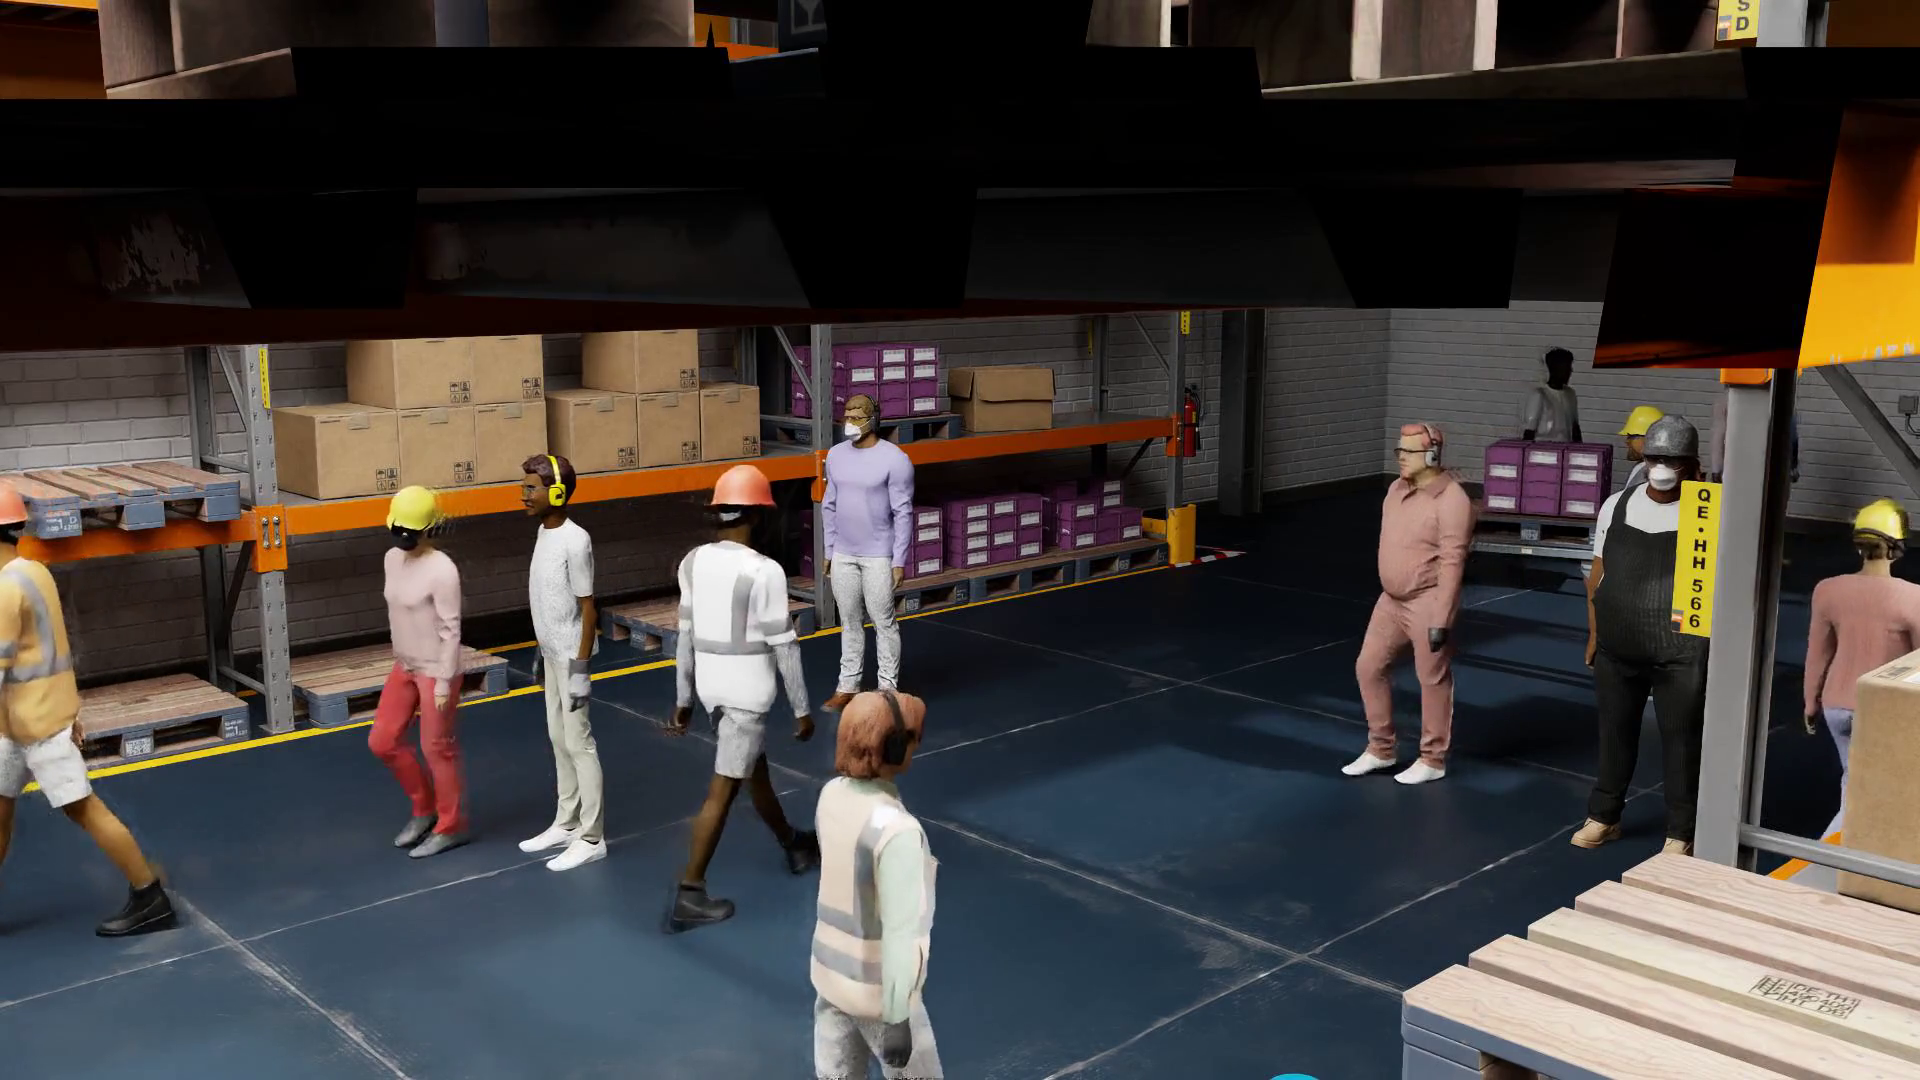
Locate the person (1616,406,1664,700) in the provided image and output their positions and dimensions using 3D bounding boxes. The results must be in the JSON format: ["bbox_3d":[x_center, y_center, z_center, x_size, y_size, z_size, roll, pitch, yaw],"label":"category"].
[{"bbox_3d":[4.238,0.080,10.321,0.404,1.824,0.586,2,10,9],"label":"person"}]

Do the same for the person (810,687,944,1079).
[{"bbox_3d":[-0.169,1.180,4.471,0.705,1.602,0.541,-6,11,-30],"label":"person"}]

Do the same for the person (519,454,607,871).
[{"bbox_3d":[-1.792,0.543,7.458,0.336,1.873,0.521,-6,12,-32],"label":"person"}]

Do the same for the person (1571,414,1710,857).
[{"bbox_3d":[3.124,0.451,7.502,0.683,2.000,0.537,9,13,43],"label":"person"}]

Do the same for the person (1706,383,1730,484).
[{"bbox_3d":[6.730,-0.643,14.364,0.683,1.883,0.477,-2,10,-11],"label":"person"}]

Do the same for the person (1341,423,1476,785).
[{"bbox_3d":[2.263,0.346,8.537,0.657,1.887,0.673,-4,10,-22],"label":"person"}]

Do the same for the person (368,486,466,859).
[{"bbox_3d":[-2.442,0.603,7.499,0.561,1.728,0.411,8,13,40],"label":"person"}]

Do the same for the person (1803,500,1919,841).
[{"bbox_3d":[3.752,0.700,6.948,0.832,1.734,0.528,-5,11,-29],"label":"person"}]

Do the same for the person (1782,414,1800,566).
[{"bbox_3d":[7.125,-0.589,14.716,0.612,1.662,0.318,1,10,4],"label":"person"}]

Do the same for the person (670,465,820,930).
[{"bbox_3d":[-0.878,0.624,6.988,0.583,1.866,1.042,8,13,39],"label":"person"}]

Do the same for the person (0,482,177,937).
[{"bbox_3d":[-3.677,0.698,6.556,1.033,1.883,0.549,-4,11,-23],"label":"person"}]

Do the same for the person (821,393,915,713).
[{"bbox_3d":[-0.563,0.096,9.877,0.628,1.940,0.373,6,11,32],"label":"person"}]

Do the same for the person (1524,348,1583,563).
[{"bbox_3d":[5.381,-0.769,15.005,0.624,1.914,0.996,-7,12,-37],"label":"person"}]
